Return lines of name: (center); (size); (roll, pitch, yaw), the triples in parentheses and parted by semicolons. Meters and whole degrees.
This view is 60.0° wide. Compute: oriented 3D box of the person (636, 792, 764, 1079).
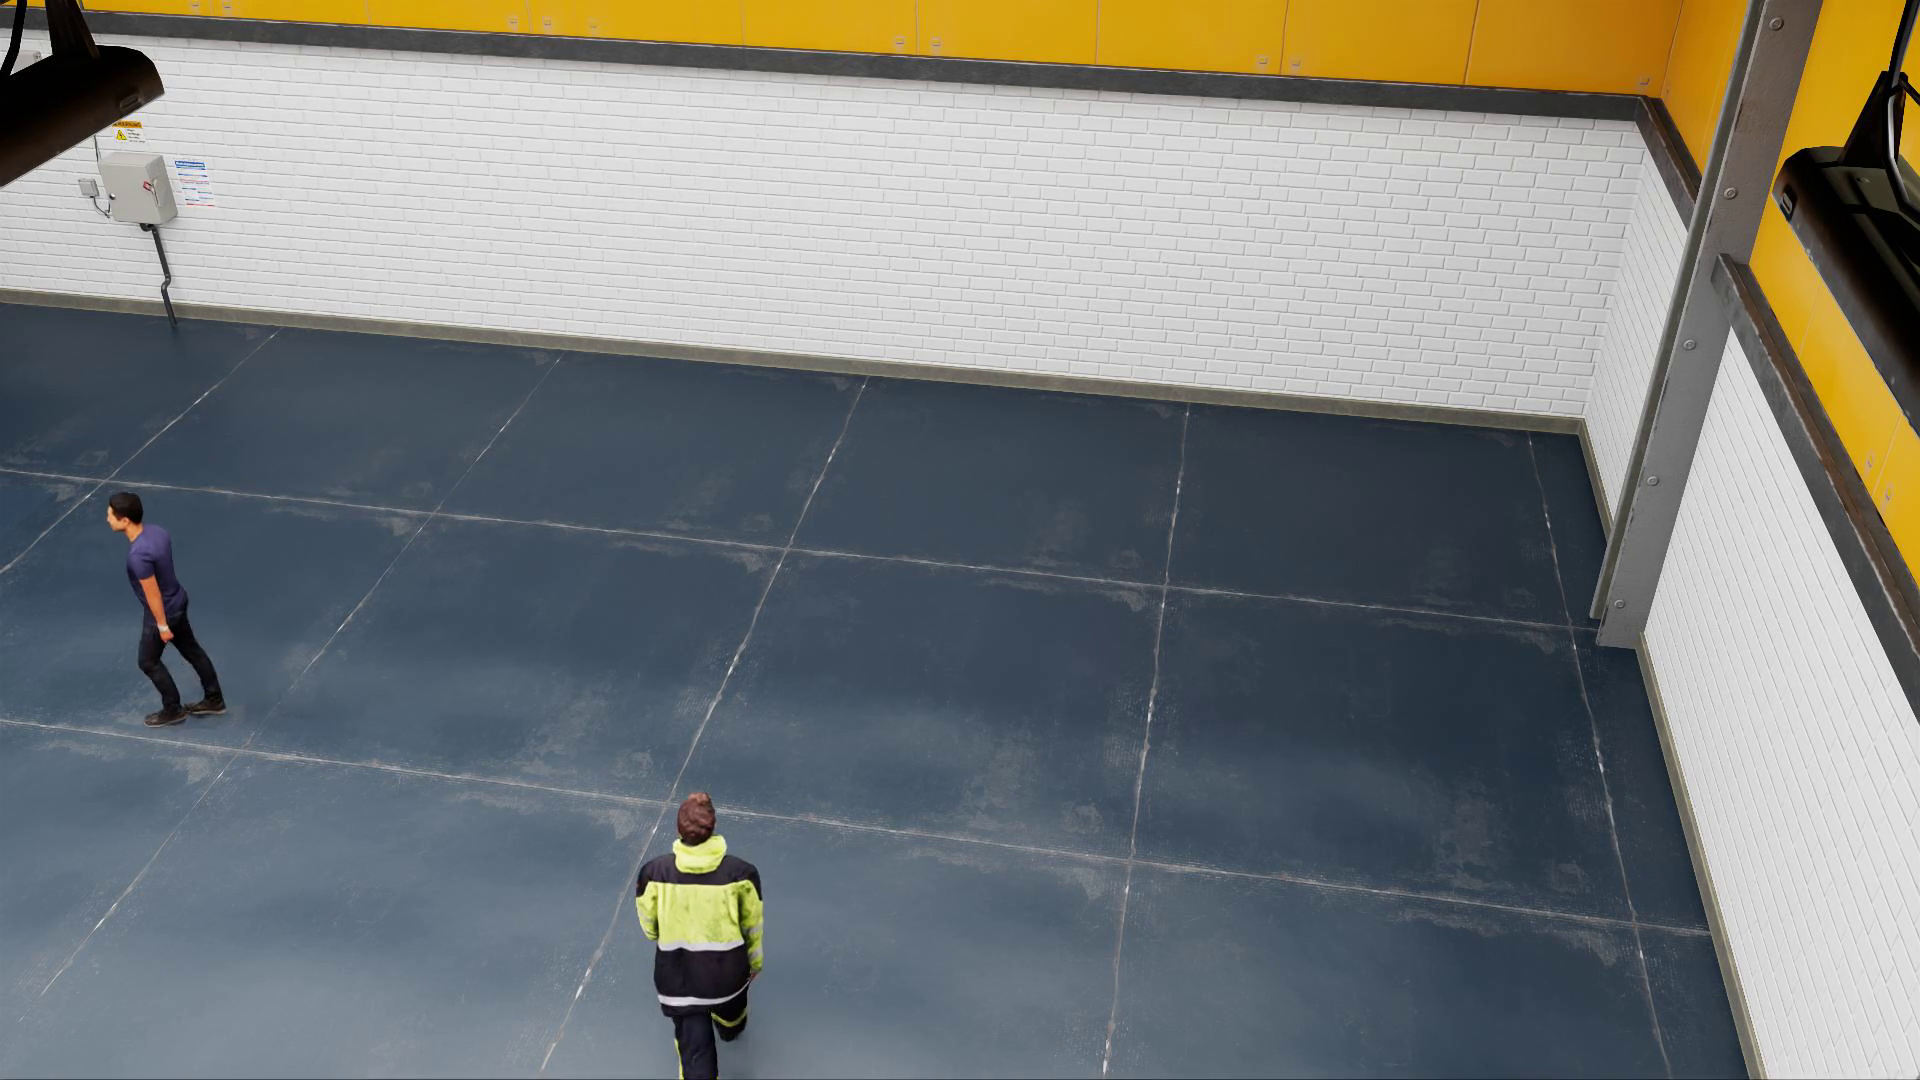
person: (-1.293, 2.158, 8.322); (1.066, 1.939, 1.373); (-5, 34, -7)

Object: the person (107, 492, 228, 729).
person: (-5.188, 0.457, 11.029); (0.862, 1.776, 0.795); (-5, 34, -8)
